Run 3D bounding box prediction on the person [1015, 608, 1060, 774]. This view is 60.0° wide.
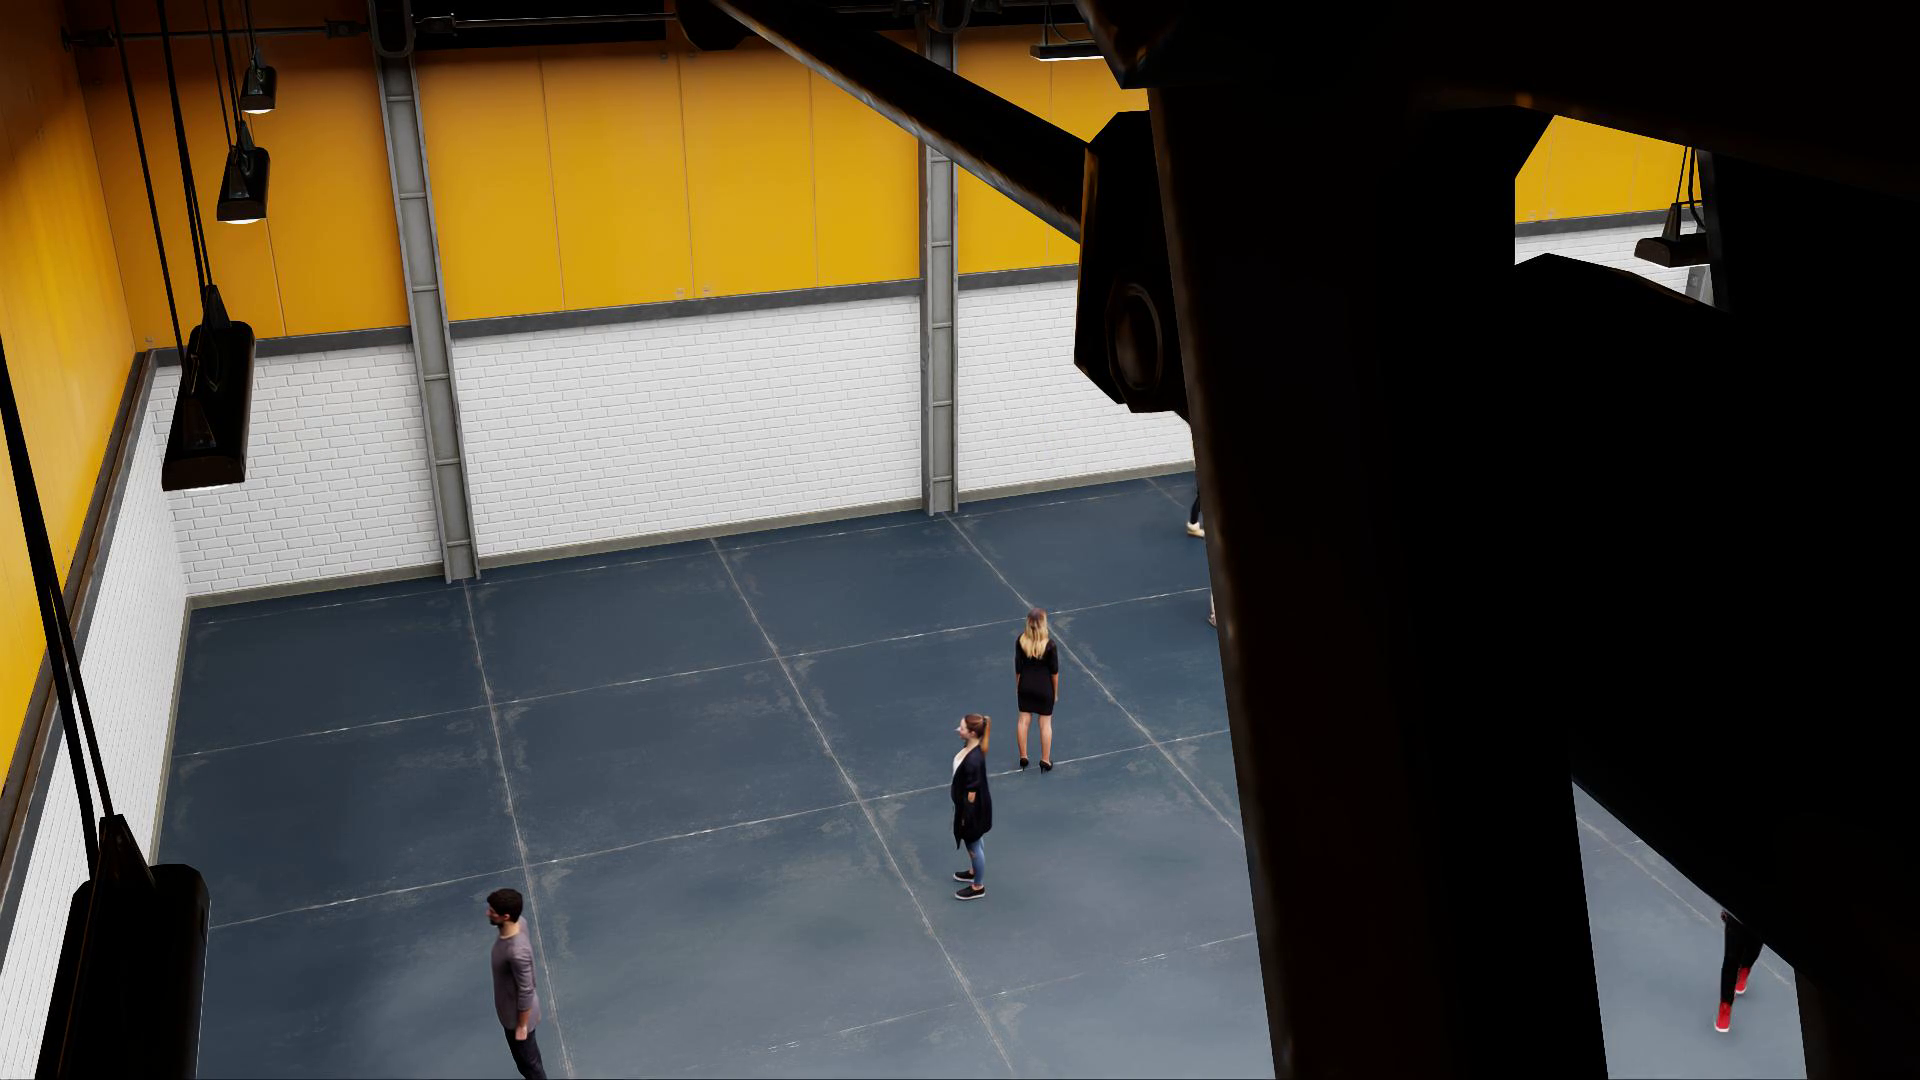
[{"bbox_3d":[0.703,1.393,15.409,0.582,1.677,0.668,7,25,17],"label":"person"}]

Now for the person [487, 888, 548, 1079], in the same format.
[{"bbox_3d":[-2.972,3.131,11.211,0.528,1.853,0.669,-9,25,-20],"label":"person"}]

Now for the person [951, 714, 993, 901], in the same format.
[{"bbox_3d":[0.108,2.165,13.634,0.676,1.683,0.699,0,24,0],"label":"person"}]
